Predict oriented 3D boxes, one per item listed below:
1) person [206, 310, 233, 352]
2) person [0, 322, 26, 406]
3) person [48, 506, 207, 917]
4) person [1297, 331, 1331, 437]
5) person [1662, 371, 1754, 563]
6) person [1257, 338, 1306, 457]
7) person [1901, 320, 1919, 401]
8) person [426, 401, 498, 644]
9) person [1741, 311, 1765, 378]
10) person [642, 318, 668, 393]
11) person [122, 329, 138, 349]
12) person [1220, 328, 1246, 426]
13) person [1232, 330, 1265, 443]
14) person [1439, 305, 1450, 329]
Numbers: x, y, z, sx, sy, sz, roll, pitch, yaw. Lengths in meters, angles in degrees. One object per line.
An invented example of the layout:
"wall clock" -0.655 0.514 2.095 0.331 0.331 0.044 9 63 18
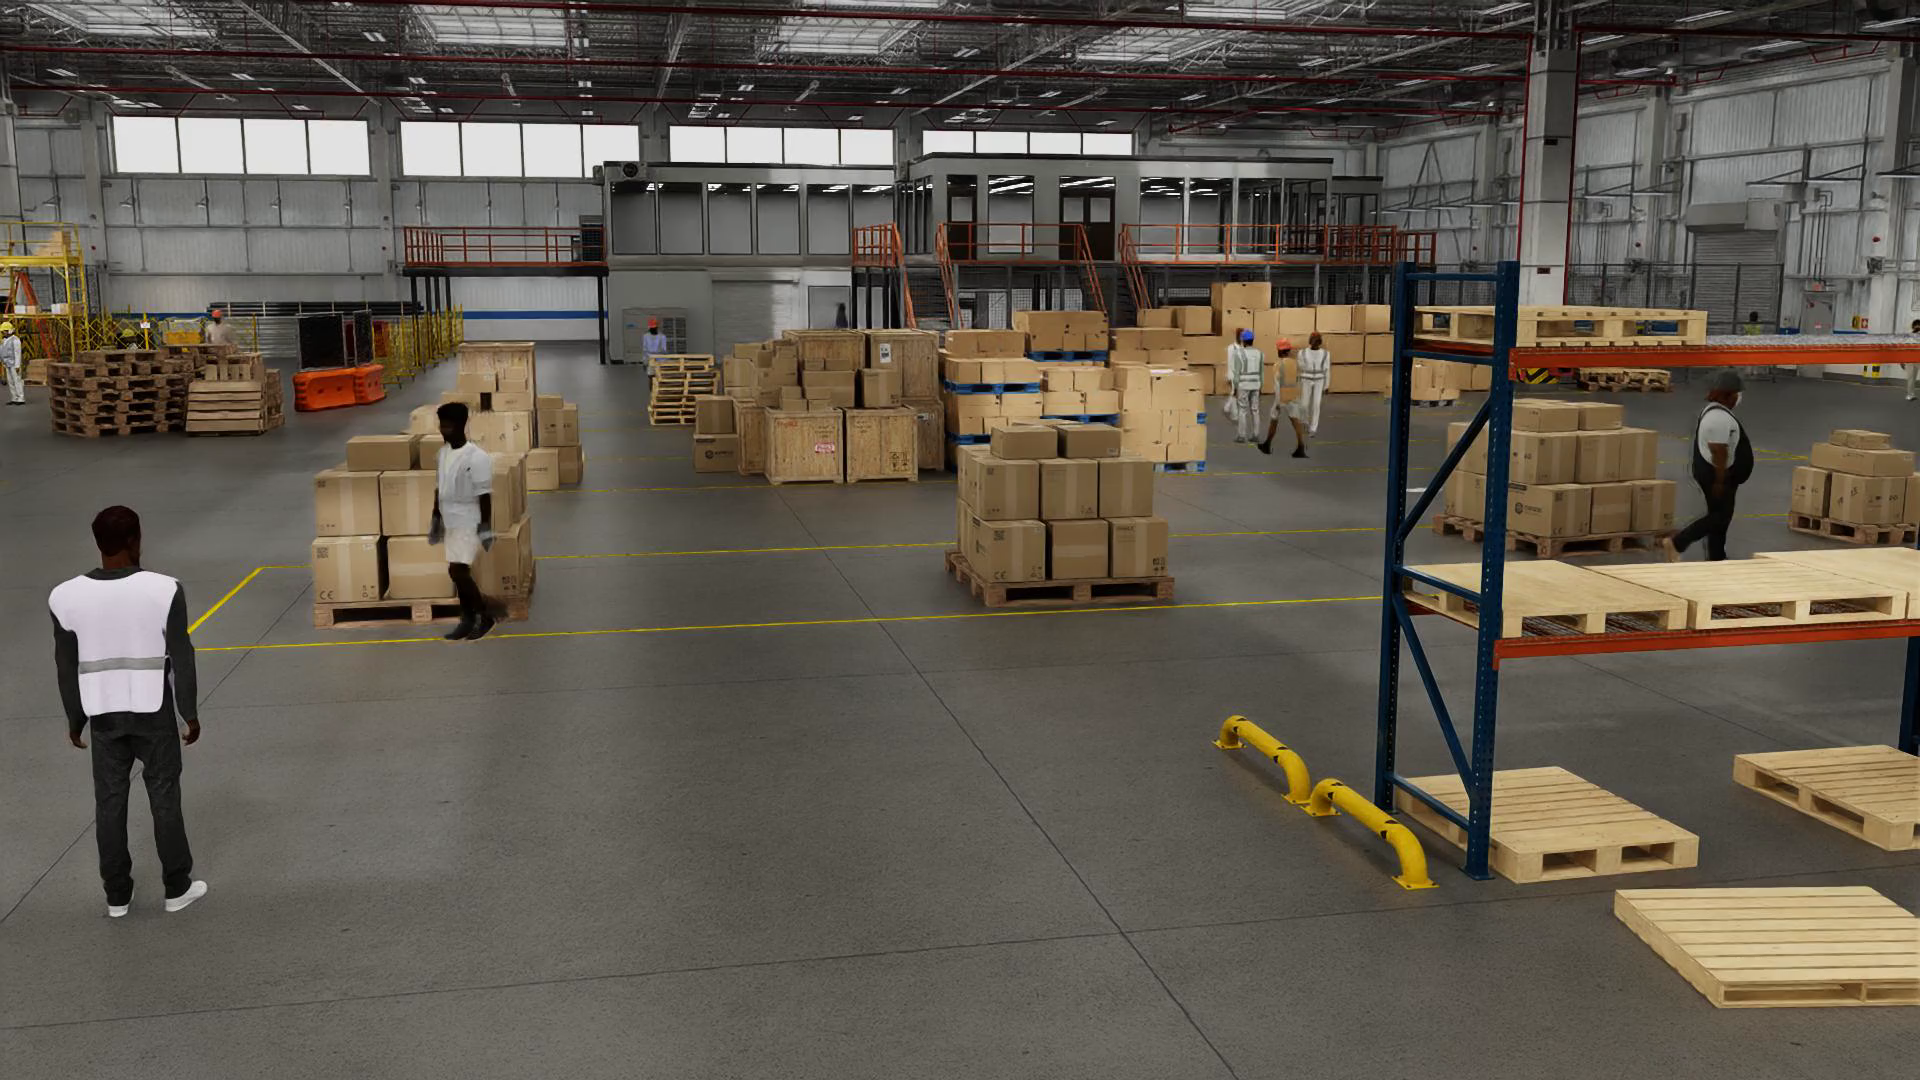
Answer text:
"person" -18.520 -4.784 41.650 0.607 1.951 1.049 0 9 -1
"person" -20.573 -3.810 36.070 0.595 1.824 0.404 6 11 33
"person" -3.841 0.798 7.701 0.587 1.914 0.390 -2 10 -11
"person" 6.251 -2.748 29.433 0.609 1.873 0.406 1 9 5
"person" 7.329 -0.663 16.218 0.736 2.000 0.695 3 10 16
"person" 5.168 -2.263 26.479 0.551 1.884 1.053 -5 10 -27
"person" 21.546 -4.042 37.504 0.513 1.820 0.980 2 9 11
"person" -3.989 -0.135 13.264 0.407 1.949 0.624 -9 13 -43
"person" 21.452 -5.281 45.026 0.640 1.821 0.536 3 10 19
"person" -6.699 -3.943 36.618 0.543 1.912 0.665 1 9 3
"person" -16.998 -3.459 34.165 0.294 1.744 0.486 -7 12 -37
"person" 5.218 -3.108 31.655 0.543 1.873 0.589 9 13 42
"person" 4.934 -2.626 28.513 0.602 1.939 0.417 -5 10 -26
"person" 14.988 -6.289 51.120 0.533 1.838 0.432 4 10 22
